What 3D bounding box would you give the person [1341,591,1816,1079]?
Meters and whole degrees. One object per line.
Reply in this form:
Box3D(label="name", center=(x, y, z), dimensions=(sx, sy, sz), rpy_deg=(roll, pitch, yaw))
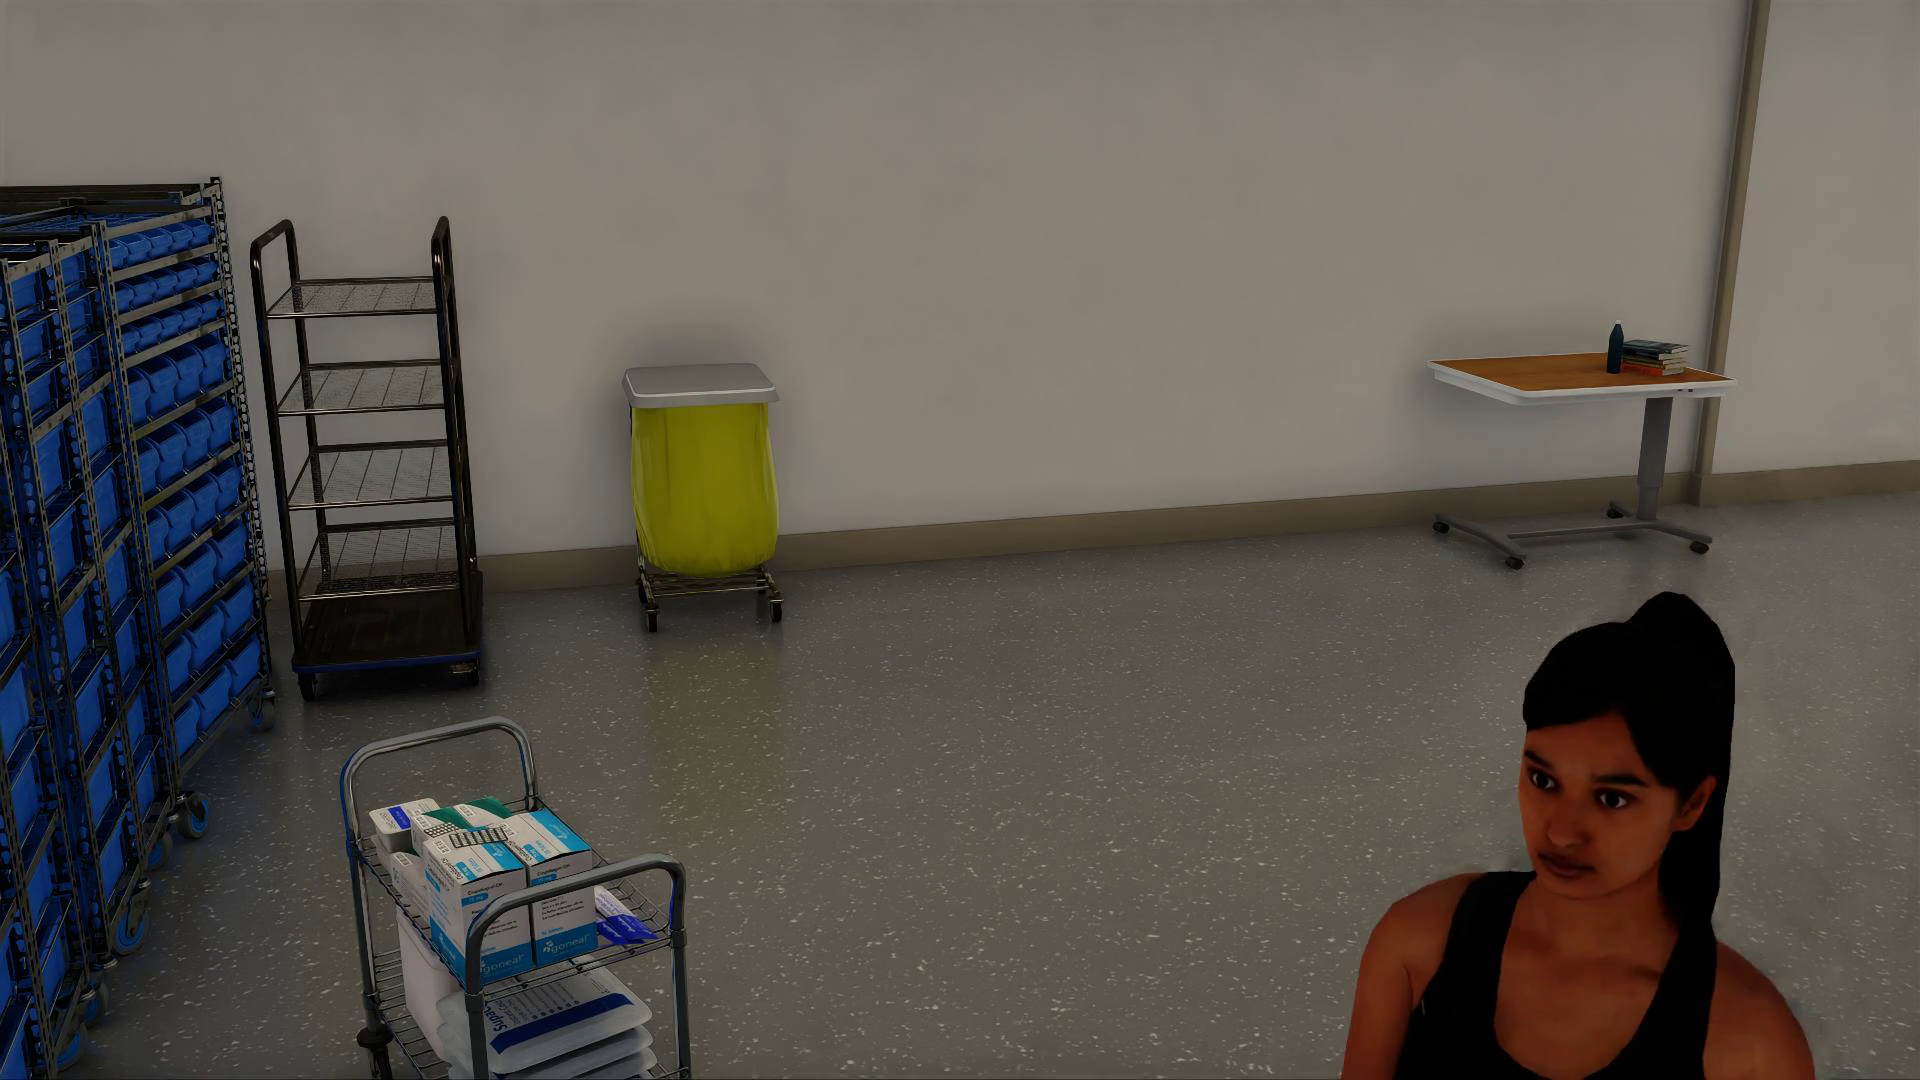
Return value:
Box3D(label="person", center=(0.613, 0.857, 1.726), dimensions=(1.013, 1.631, 1.145), rpy_deg=(12, 20, 36))
